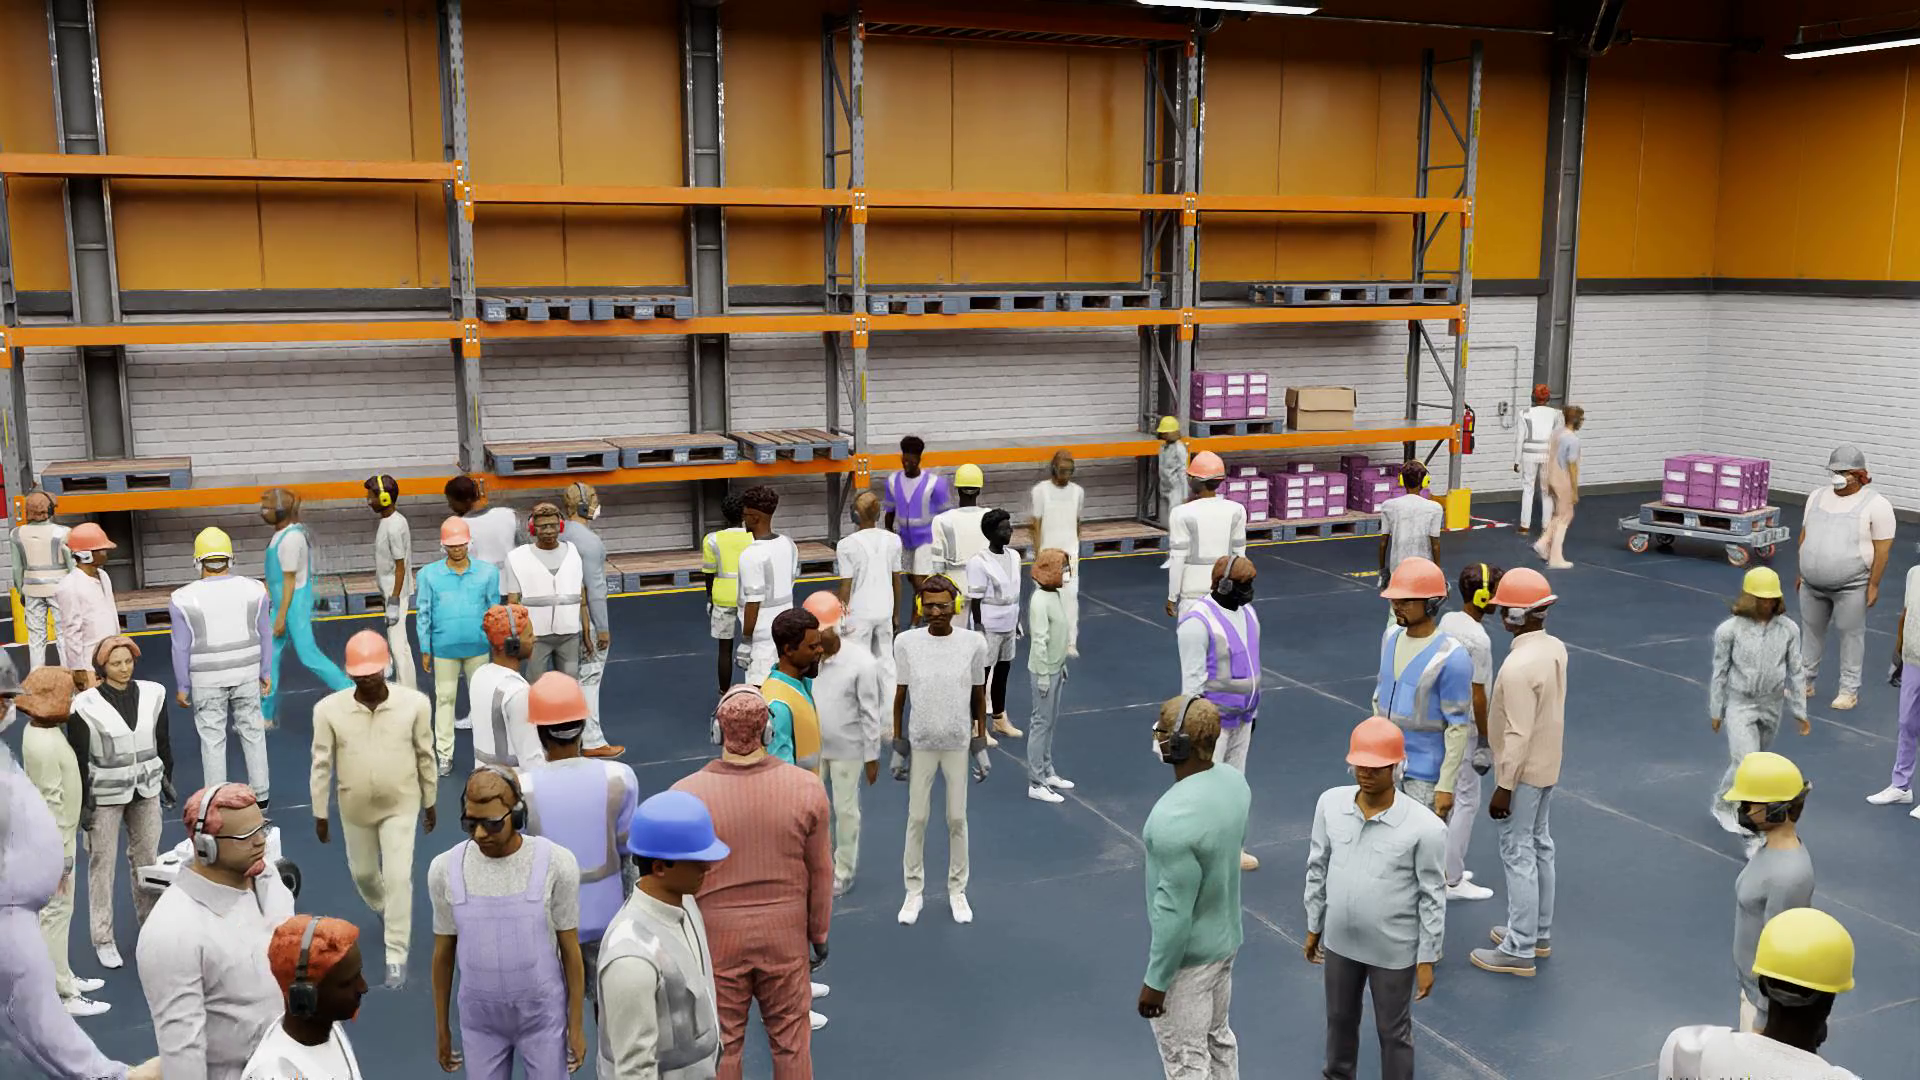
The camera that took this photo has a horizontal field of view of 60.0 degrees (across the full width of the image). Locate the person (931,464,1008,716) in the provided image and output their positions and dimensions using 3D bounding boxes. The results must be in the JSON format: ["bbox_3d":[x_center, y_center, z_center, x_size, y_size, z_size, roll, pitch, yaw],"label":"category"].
[{"bbox_3d":[0.065,0.385,12.524,0.593,1.926,0.366,-3,10,-14],"label":"person"}]

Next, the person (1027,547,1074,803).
[{"bbox_3d":[0.584,0.850,10.687,0.279,1.633,0.500,3,10,17],"label":"person"}]

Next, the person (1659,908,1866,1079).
[{"bbox_3d":[2.002,1.846,4.150,0.441,1.914,0.596,-8,13,-39],"label":"person"}]

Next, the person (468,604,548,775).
[{"bbox_3d":[-2.084,1.225,7.812,0.355,1.882,0.576,-8,13,-39],"label":"person"}]

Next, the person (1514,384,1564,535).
[{"bbox_3d":[7.152,-0.992,20.579,0.576,1.884,0.354,1,10,5],"label":"person"}]

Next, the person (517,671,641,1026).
[{"bbox_3d":[-1.490,1.451,6.384,0.547,1.929,0.388,-4,11,-24],"label":"person"}]

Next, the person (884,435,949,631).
[{"bbox_3d":[-0.336,-0.034,15.012,0.647,1.915,0.994,6,11,30],"label":"person"}]

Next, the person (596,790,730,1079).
[{"bbox_3d":[-0.880,1.686,4.989,0.416,1.941,0.608,1,10,4],"label":"person"}]

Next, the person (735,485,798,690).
[{"bbox_3d":[-1.308,0.609,11.119,0.368,1.966,0.603,4,11,21],"label":"person"}]

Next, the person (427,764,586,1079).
[{"bbox_3d":[-1.521,1.633,5.618,0.518,1.835,0.357,0,10,-1],"label":"person"}]

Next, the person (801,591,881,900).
[{"bbox_3d":[-0.697,1.104,8.938,0.600,1.719,0.458,4,11,22],"label":"person"}]

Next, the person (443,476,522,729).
[{"bbox_3d":[-3.482,0.454,12.293,0.690,1.878,0.370,-9,13,-42],"label":"person"}]

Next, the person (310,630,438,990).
[{"bbox_3d":[-2.858,1.250,8.149,0.593,1.722,0.762,-3,10,-15],"label":"person"}]

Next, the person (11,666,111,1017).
[{"bbox_3d":[-4.151,1.376,7.661,0.287,1.633,0.497,-6,11,-30],"label":"person"}]

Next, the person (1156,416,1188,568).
[{"bbox_3d":[2.401,-0.541,18.474,0.592,1.712,0.509,-4,11,-23],"label":"person"}]

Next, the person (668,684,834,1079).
[{"bbox_3d":[-0.797,1.480,6.276,0.639,1.908,0.409,-2,10,-13],"label":"person"}]

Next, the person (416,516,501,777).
[{"bbox_3d":[-3.353,0.704,11.181,0.563,1.752,0.328,-4,11,-23],"label":"person"}]

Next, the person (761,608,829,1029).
[{"bbox_3d":[-0.792,1.247,7.584,0.371,1.916,0.597,0,10,-1],"label":"person"}]

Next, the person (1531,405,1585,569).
[{"bbox_3d":[6.649,-0.573,18.325,0.433,1.825,0.553,-1,10,-5],"label":"person"}]

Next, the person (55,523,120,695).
[{"bbox_3d":[-5.642,0.757,10.876,0.340,1.750,0.572,-1,10,-5],"label":"person"}]

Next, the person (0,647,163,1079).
[{"bbox_3d":[-3.783,1.351,6.628,1.014,2.000,0.679,-5,11,-28],"label":"person"}]

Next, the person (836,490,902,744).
[{"bbox_3d":[-0.650,0.558,11.761,0.505,1.846,0.346,-6,11,-31],"label":"person"}]

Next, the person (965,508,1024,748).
[{"bbox_3d":[0.257,0.615,11.850,0.318,1.700,0.534,8,13,39],"label":"person"}]

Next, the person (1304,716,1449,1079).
[{"bbox_3d":[1.574,1.529,6.413,0.575,1.754,0.325,9,13,42],"label":"person"}]

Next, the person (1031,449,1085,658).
[{"bbox_3d":[0.837,0.083,14.594,0.497,1.814,0.812,-2,10,-10],"label":"person"}]

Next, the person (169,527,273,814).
[{"bbox_3d":[-4.534,0.828,10.242,0.587,1.833,0.404,-8,13,-38],"label":"person"}]

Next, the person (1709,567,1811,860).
[{"bbox_3d":[4.646,0.980,9.750,0.498,1.700,0.888,-1,10,-4],"label":"person"}]

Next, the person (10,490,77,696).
[{"bbox_3d":[-7.166,0.431,13.087,0.517,1.641,0.308,0,10,-3],"label":"person"}]

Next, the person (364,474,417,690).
[{"bbox_3d":[-4.253,0.433,12.430,0.328,1.865,0.510,-4,11,-23],"label":"person"}]

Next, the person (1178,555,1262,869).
[{"bbox_3d":[1.472,0.986,9.343,0.429,1.835,0.630,9,14,43],"label":"person"}]

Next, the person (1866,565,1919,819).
[{"bbox_3d":[6.005,0.796,10.344,0.329,1.864,0.508,-4,10,-20],"label":"person"}]

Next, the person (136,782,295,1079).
[{"bbox_3d":[-2.213,1.673,5.164,0.409,1.907,0.649,1,10,4],"label":"person"}]

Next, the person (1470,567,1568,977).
[{"bbox_3d":[2.730,1.118,8.113,0.399,1.989,0.622,7,12,36],"label":"person"}]

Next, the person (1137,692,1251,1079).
[{"bbox_3d":[0.832,1.500,6.064,0.371,1.941,0.627,6,11,30],"label":"person"}]

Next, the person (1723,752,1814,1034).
[{"bbox_3d":[2.857,1.615,5.939,0.342,1.756,0.532,4,11,20],"label":"person"}]

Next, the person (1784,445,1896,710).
[{"bbox_3d":[6.740,0.277,12.817,0.536,2.000,0.673,-6,12,-33],"label":"person"}]

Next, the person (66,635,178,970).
[{"bbox_3d":[-4.139,1.270,8.246,0.314,1.641,0.515,7,12,34],"label":"person"}]

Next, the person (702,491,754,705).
[{"bbox_3d":[-1.689,0.472,12.687,0.532,1.697,0.319,0,10,-1],"label":"person"}]

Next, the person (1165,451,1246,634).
[{"bbox_3d":[1.810,0.358,12.327,0.615,2.047,0.358,-3,10,-18],"label":"person"}]

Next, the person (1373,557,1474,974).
[{"bbox_3d":[2.198,1.090,8.122,0.378,2.045,0.605,-5,11,-24],"label":"person"}]

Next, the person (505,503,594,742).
[{"bbox_3d":[-2.757,0.656,11.192,0.573,1.844,0.376,-6,11,-30],"label":"person"}]

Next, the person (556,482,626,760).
[{"bbox_3d":[-2.603,0.558,11.493,0.372,1.940,0.631,-8,13,-39],"label":"person"}]

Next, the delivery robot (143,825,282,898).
[{"bbox_3d":[-3.899,1.691,8.676,0.477,0.478,0.707,4,11,21],"label":"delivery robot"}]

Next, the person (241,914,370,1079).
[{"bbox_3d":[-1.550,1.856,4.318,0.997,1.829,0.598,-1,10,-6],"label":"person"}]

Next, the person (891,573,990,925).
[{"bbox_3d":[-0.101,1.083,8.668,0.518,1.870,0.323,0,10,0],"label":"person"}]

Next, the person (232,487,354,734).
[{"bbox_3d":[-4.865,0.501,12.198,0.918,1.817,0.517,-7,12,-36],"label":"person"}]

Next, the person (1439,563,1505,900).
[{"bbox_3d":[2.732,1.030,9.017,0.323,1.855,0.531,-1,10,-7],"label":"person"}]

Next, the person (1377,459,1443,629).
[{"bbox_3d":[3.608,0.283,13.318,0.509,1.860,0.333,6,11,29],"label":"person"}]
